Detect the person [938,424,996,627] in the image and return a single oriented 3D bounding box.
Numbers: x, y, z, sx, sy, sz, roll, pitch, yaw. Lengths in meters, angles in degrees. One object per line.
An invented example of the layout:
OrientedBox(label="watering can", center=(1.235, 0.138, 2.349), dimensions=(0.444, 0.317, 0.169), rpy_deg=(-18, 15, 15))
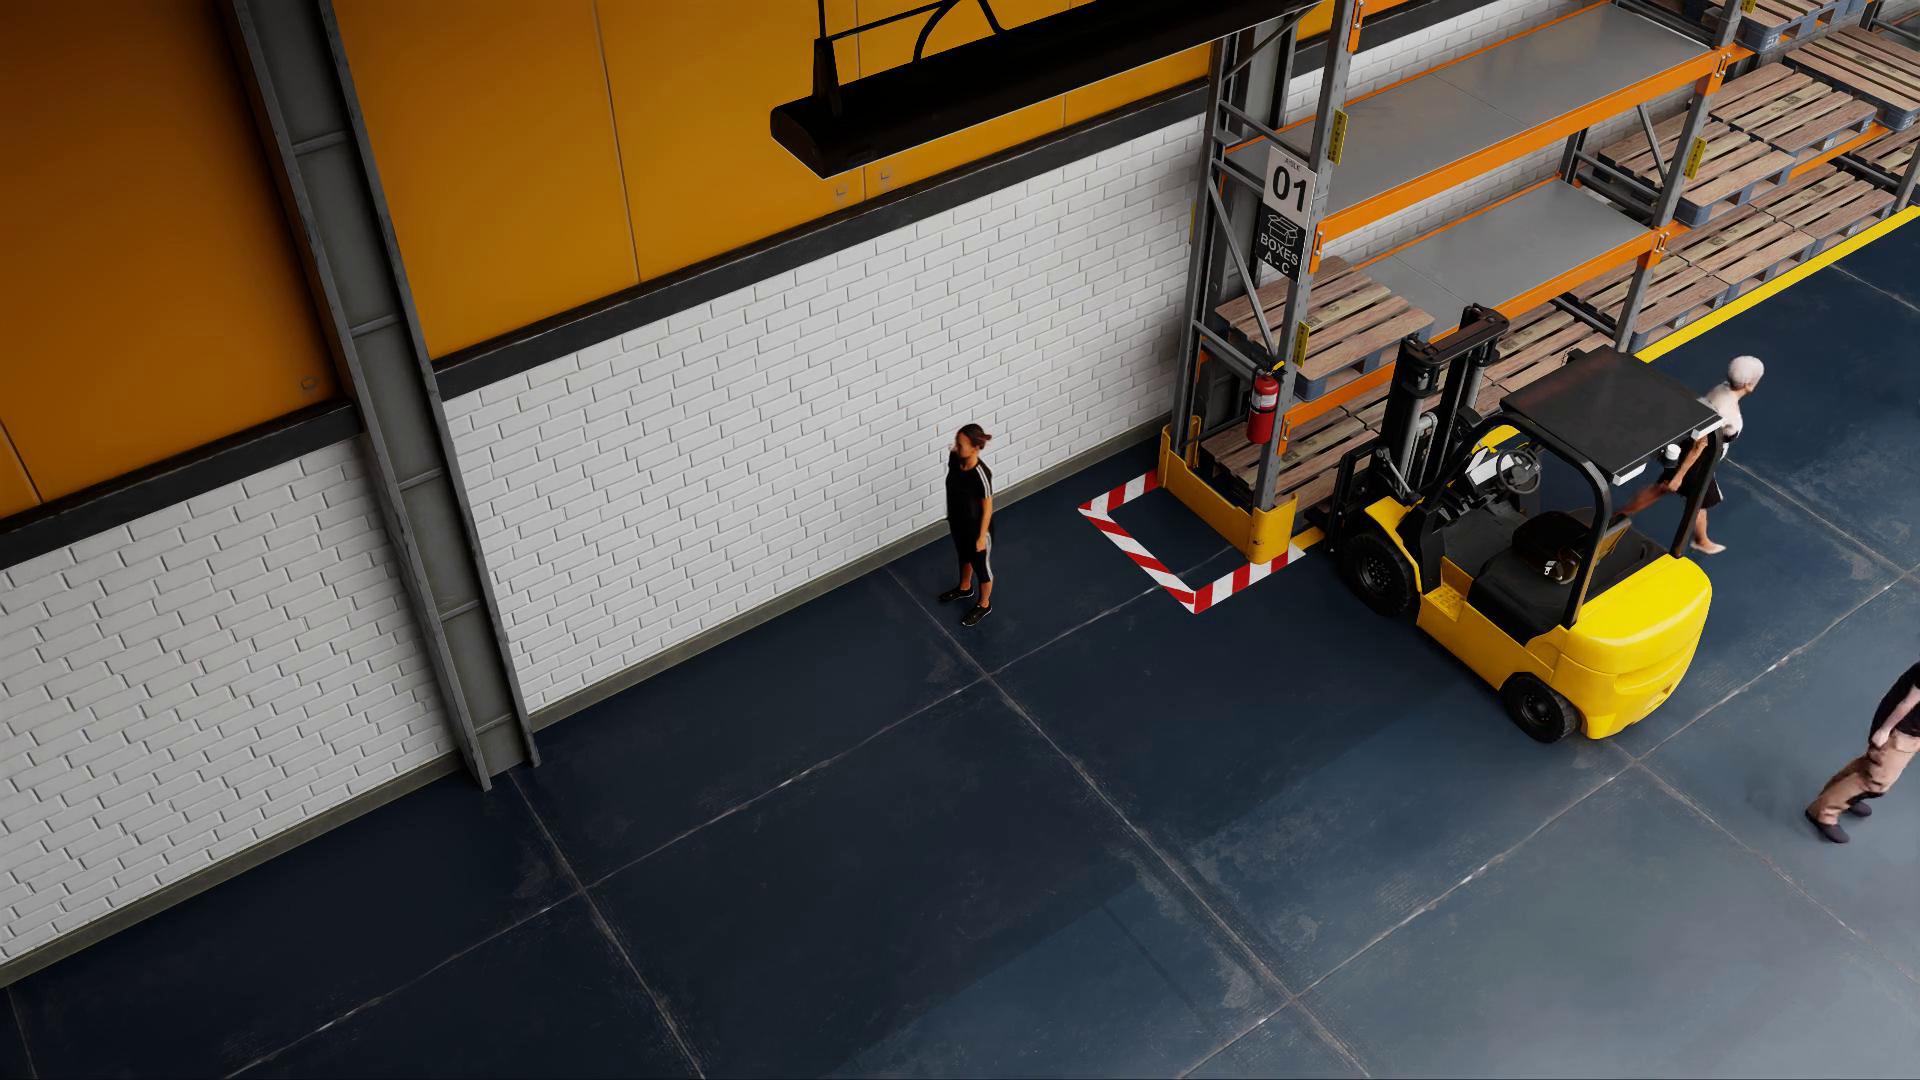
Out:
OrientedBox(label="person", center=(0.075, -0.132, 11.150), dimensions=(0.502, 1.668, 0.576), rpy_deg=(-24, 49, -23))

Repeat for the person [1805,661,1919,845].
OrientedBox(label="person", center=(5.533, 1.050, 9.817), dimensions=(0.562, 1.796, 0.835), rpy_deg=(-15, 46, -15))

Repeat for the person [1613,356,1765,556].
OrientedBox(label="person", center=(5.003, -0.538, 11.562), dimensions=(1.118, 1.687, 1.136), rpy_deg=(19, 47, 19))
